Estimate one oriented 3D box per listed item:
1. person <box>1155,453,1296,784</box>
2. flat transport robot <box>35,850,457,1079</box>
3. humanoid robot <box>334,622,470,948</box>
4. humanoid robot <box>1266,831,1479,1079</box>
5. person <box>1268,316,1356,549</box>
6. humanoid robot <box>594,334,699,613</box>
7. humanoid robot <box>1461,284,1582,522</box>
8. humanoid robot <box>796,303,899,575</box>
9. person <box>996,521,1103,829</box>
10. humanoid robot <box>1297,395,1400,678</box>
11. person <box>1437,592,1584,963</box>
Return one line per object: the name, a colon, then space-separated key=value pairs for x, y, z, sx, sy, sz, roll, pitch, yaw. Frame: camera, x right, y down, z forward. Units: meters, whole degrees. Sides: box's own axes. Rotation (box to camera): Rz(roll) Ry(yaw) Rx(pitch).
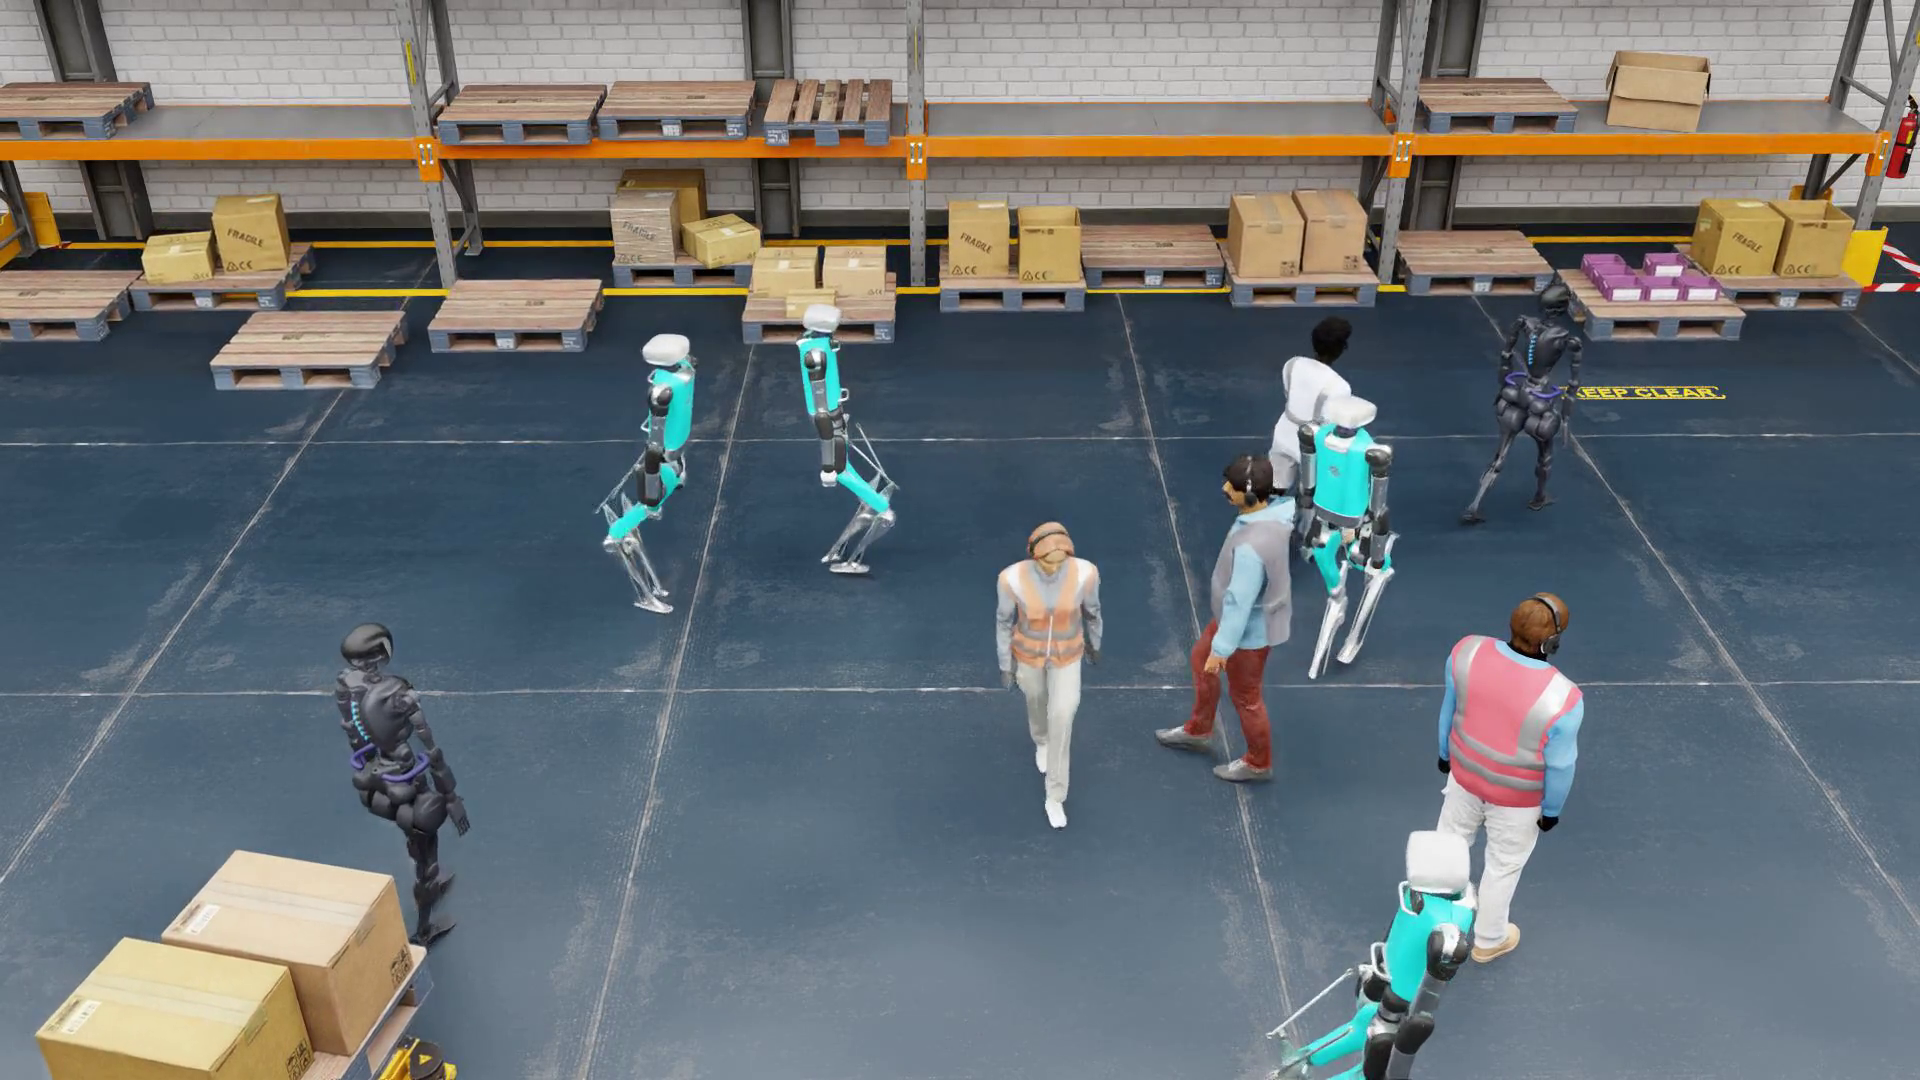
person: x=1.283 y=0.406 z=8.194 sx=0.772 sy=1.851 sz=0.557 roll=7 pitch=32 yaw=11
flat transport robot: x=-2.844 y=2.228 z=6.702 sx=1.431 sy=0.231 sz=0.659 roll=7 pitch=32 yaw=11
humanoid robot: x=-2.399 y=1.039 z=7.314 sx=0.599 sy=1.644 sz=0.547 roll=16 pitch=34 yaw=25
humanoid robot: x=1.376 y=1.779 z=6.046 sx=0.757 sy=1.795 sz=0.550 roll=3 pitch=31 yaw=5
person: x=2.119 y=-0.575 z=10.021 sx=0.895 sy=1.632 sz=0.548 roll=-21 pitch=37 yaw=-31
humanoid robot: x=-1.834 y=-0.365 z=9.588 sx=0.743 sy=1.768 sz=0.530 roll=6 pitch=32 yaw=10
humanoid robot: x=3.600 y=-0.861 z=10.546 sx=0.793 sy=1.645 sz=0.597 roll=-22 pitch=37 yaw=-32
humanoid robot: x=-0.607 y=-0.545 z=9.901 sx=0.667 sy=1.809 sz=0.545 roll=-1 pitch=31 yaw=-2
person: x=0.438 y=0.602 z=8.106 sx=0.521 sy=1.590 sz=0.817 roll=1 pitch=31 yaw=2
humanoid robot: x=2.167 y=-0.028 z=9.058 sx=0.549 sy=1.798 sz=0.773 roll=25 pitch=39 yaw=35
person: x=2.342 y=1.022 z=7.197 sx=0.431 sy=1.837 sz=0.629 roll=-25 pitch=39 yaw=-35
